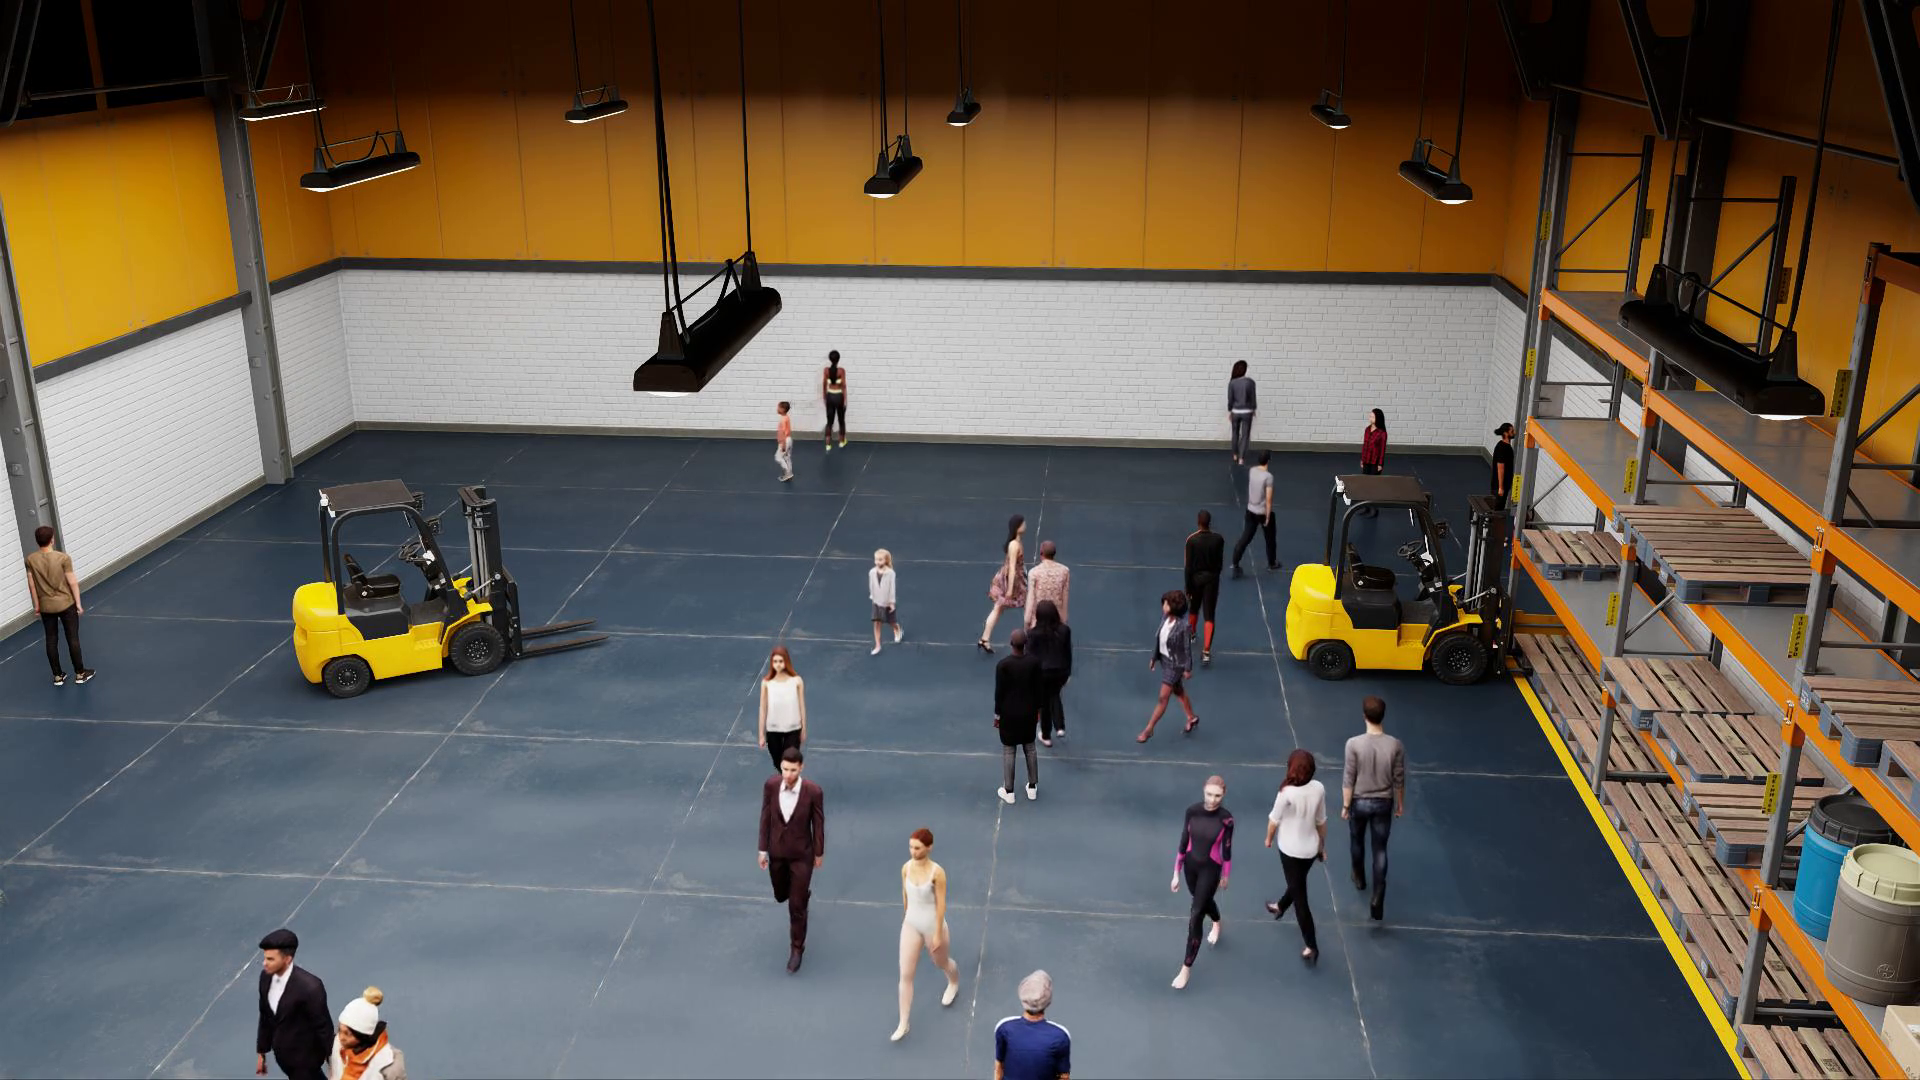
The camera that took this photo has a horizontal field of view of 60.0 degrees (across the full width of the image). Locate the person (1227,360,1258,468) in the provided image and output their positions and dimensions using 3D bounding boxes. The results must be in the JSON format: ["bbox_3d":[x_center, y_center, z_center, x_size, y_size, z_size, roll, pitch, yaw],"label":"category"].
[{"bbox_3d":[4.624,-2.049,27.222,0.807,1.739,1.144,6,20,18],"label":"person"}]

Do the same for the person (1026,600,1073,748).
[{"bbox_3d":[0.942,1.416,17.155,0.765,1.598,0.800,-7,20,-19],"label":"person"}]

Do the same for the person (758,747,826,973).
[{"bbox_3d":[-1.358,2.506,13.536,0.809,1.840,1.164,4,19,13],"label":"person"}]

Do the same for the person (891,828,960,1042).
[{"bbox_3d":[-0.215,2.927,12.650,0.772,1.608,1.108,8,20,23],"label":"person"}]

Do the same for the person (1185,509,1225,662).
[{"bbox_3d":[2.874,0.560,19.443,0.627,1.759,1.226,1,19,2],"label":"person"}]

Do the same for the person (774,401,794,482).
[{"bbox_3d":[-2.729,-1.562,26.459,0.574,1.303,0.444,3,19,8],"label":"person"}]

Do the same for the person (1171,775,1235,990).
[{"bbox_3d":[1.986,2.646,13.345,0.965,1.698,1.252,12,22,32],"label":"person"}]

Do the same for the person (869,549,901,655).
[{"bbox_3d":[-0.885,0.711,19.777,0.613,1.260,0.825,7,20,19],"label":"person"}]

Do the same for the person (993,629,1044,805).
[{"bbox_3d":[0.561,1.690,16.086,0.723,1.761,0.691,-6,19,-16],"label":"person"}]

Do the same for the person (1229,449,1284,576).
[{"bbox_3d":[3.931,-0.354,22.202,1.166,1.732,1.097,-16,24,-39],"label":"person"}]

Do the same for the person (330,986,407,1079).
[{"bbox_3d":[-3.581,3.579,10.314,1.008,1.864,1.224,11,21,29],"label":"person"}]

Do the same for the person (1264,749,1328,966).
[{"bbox_3d":[2.782,2.599,13.420,0.949,1.739,1.185,-8,20,-22],"label":"person"}]

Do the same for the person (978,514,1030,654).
[{"bbox_3d":[0.533,0.563,19.504,0.847,1.715,1.141,-2,19,-7],"label":"person"}]

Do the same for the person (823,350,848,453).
[{"bbox_3d":[-2.130,-2.305,28.007,0.614,1.722,1.050,3,19,8],"label":"person"}]

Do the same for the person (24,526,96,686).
[{"bbox_3d":[-10.215,0.730,18.794,0.713,1.851,0.643,-3,19,-8],"label":"person"}]

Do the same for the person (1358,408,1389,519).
[{"bbox_3d":[6.152,-1.158,24.712,0.718,1.652,0.627,-11,21,-29],"label":"person"}]

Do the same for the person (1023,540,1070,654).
[{"bbox_3d":[0.989,0.907,18.373,0.824,1.785,0.822,-8,20,-23],"label":"person"}]

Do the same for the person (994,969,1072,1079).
[{"bbox_3d":[0.424,3.576,10.402,0.626,1.814,0.980,2,19,5],"label":"person"}]

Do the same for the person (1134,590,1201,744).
[{"bbox_3d":[2.284,1.327,17.347,1.052,1.644,1.104,-9,21,-26],"label":"person"}]

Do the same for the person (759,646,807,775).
[{"bbox_3d":[-1.683,1.798,15.877,0.653,1.690,1.103,1,19,2],"label":"person"}]

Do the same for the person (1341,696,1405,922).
[{"bbox_3d":[3.500,2.297,14.117,0.705,1.866,1.193,3,19,8],"label":"person"}]

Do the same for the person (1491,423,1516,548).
[{"bbox_3d":[7.636,-0.799,23.482,0.748,1.757,0.607,7,20,19],"label":"person"}]

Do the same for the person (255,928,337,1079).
[{"bbox_3d":[-4.293,3.372,11.004,1.137,1.817,1.347,12,22,32],"label":"person"}]
